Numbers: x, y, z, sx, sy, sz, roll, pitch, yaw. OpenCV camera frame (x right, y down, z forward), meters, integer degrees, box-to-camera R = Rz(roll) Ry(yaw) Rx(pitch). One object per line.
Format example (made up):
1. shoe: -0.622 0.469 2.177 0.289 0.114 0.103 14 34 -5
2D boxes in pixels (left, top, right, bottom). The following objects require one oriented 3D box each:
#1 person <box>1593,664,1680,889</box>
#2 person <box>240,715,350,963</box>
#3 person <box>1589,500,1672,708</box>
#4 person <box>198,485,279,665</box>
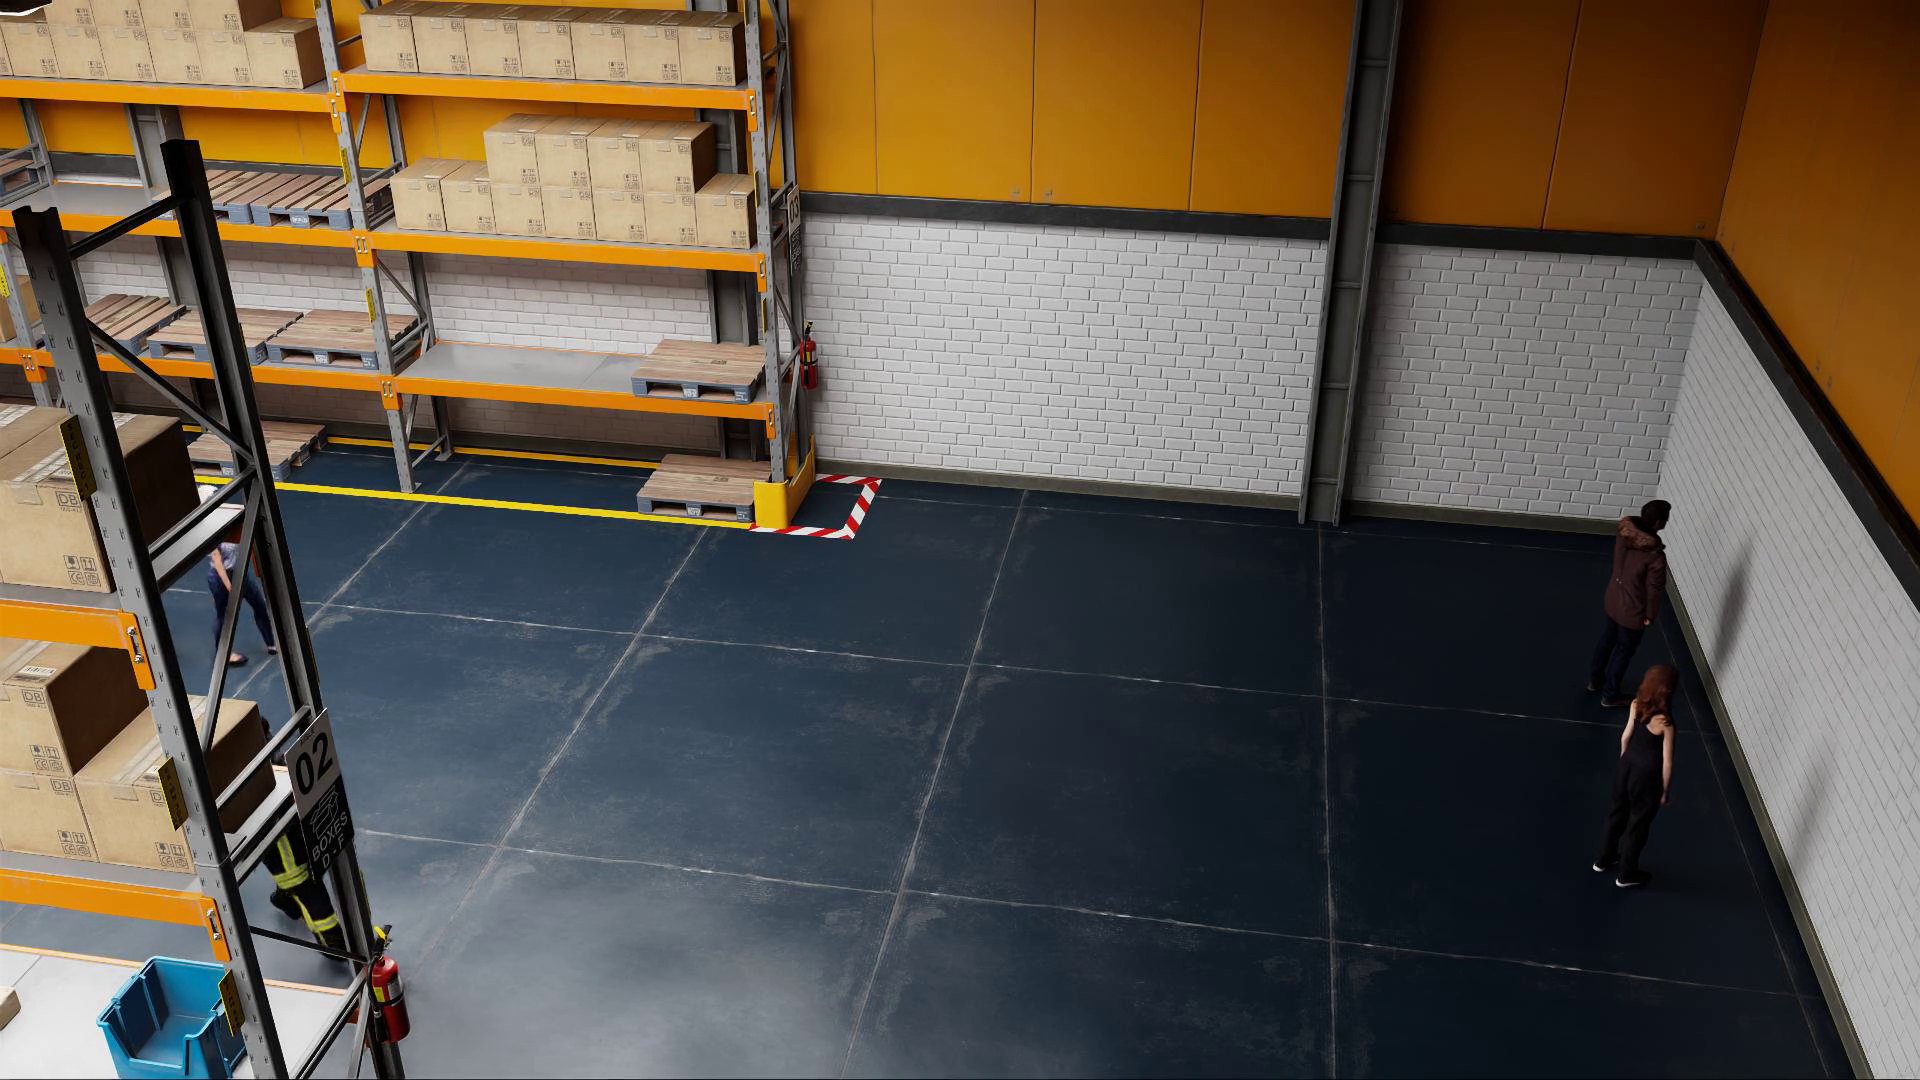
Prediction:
1. person: 4.708 1.625 11.535 0.699 1.742 0.666 -13 31 -23
2. person: -4.307 1.975 10.820 1.298 1.813 1.051 17 33 29
3. person: 5.435 0.494 13.502 0.805 1.844 0.838 -6 29 -11
4. person: -6.249 0.317 13.981 0.930 1.698 0.700 0 29 0
